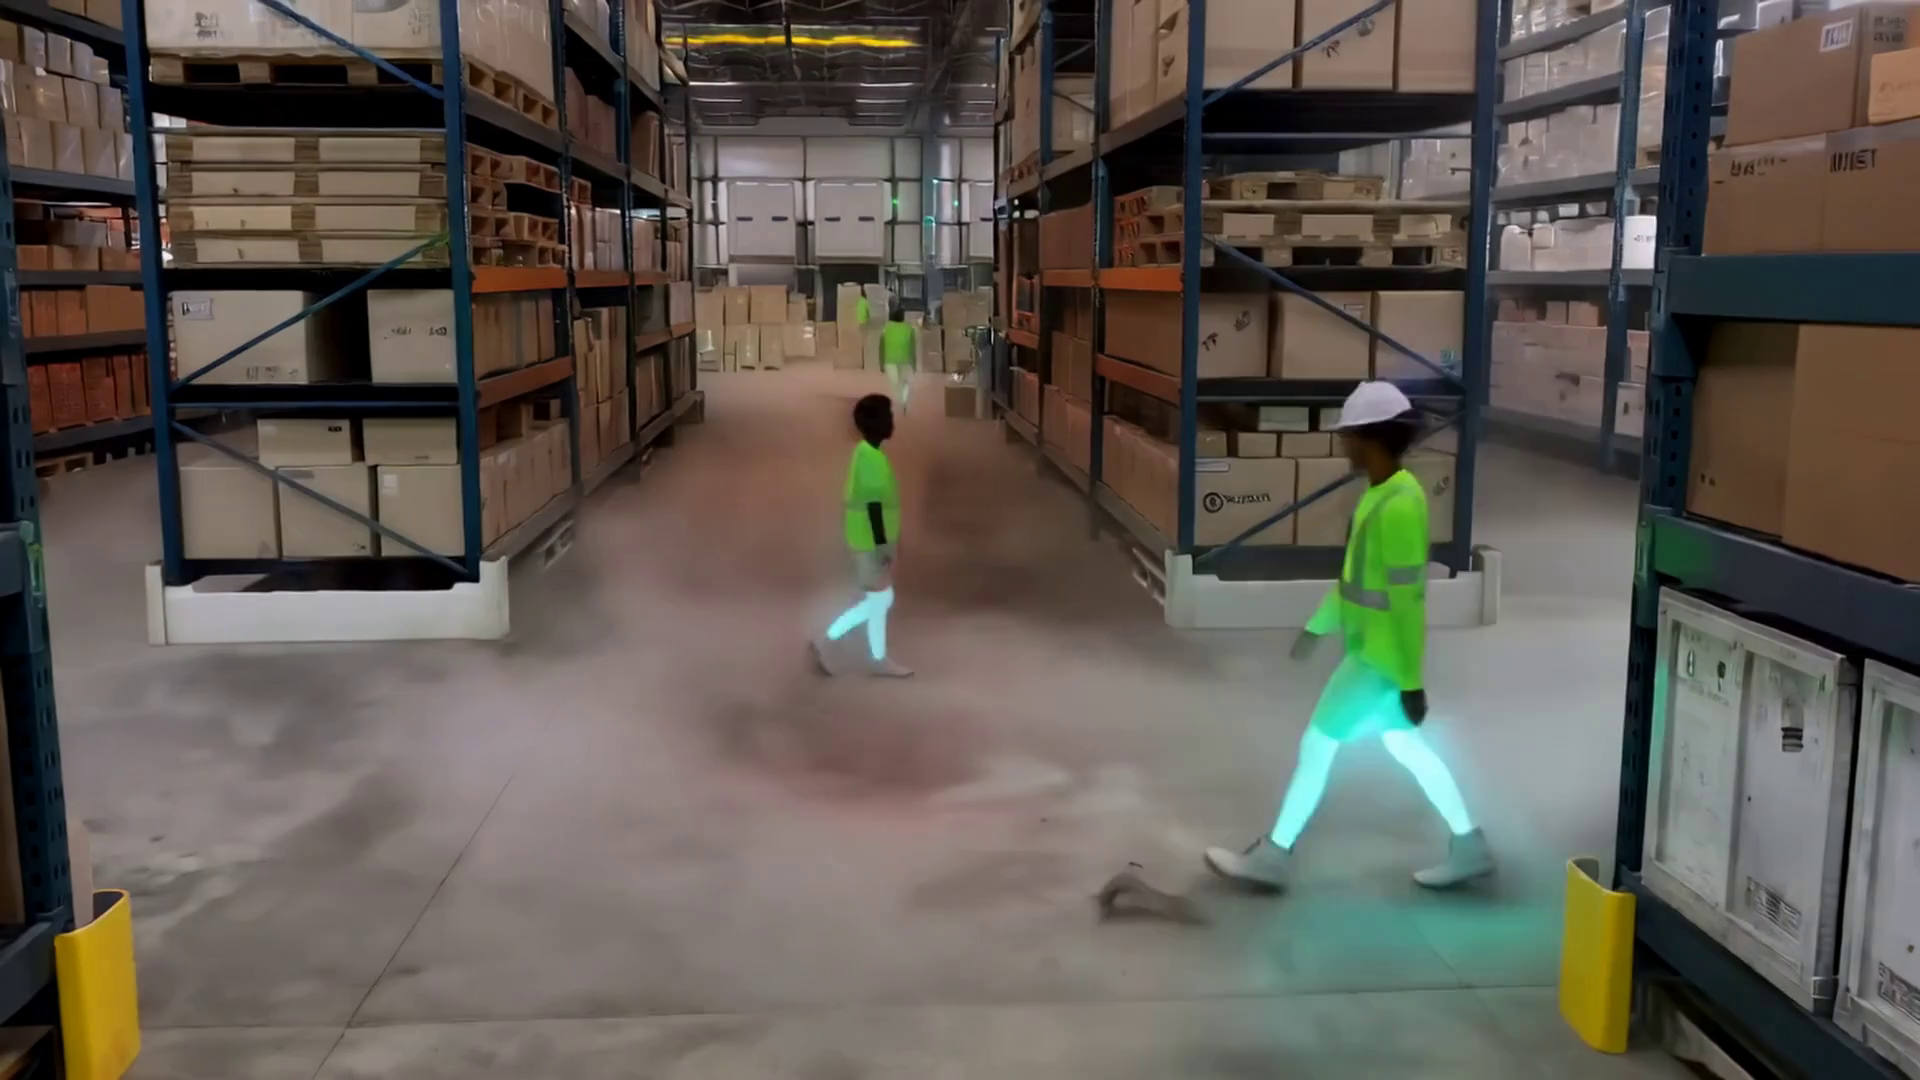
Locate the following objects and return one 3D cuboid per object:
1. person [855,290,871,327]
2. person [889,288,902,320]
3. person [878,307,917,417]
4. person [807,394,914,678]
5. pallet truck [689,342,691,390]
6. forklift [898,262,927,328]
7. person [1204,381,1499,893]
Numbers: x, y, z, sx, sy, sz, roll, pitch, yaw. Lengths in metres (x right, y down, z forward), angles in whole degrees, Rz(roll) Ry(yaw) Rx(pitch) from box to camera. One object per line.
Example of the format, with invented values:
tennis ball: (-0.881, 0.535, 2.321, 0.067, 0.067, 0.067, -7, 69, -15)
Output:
person: (-2.655, -5.872, 45.648, 0.369, 1.938, 0.630, -6, 11, -35)
person: (-2.310, -7.826, 57.965, 0.639, 1.926, 0.367, 4, 10, 24)
person: (-1.039, -2.953, 27.646, 0.651, 1.832, 0.448, 0, 9, 2)
person: (-0.569, -0.005, 9.590, 0.553, 1.683, 0.548, -1, 9, -8)
pallet truck: (-5.225, -3.008, 27.480, 1.885, 1.965, 0.823, 2, 9, 14)
forklift: (-1.725, -8.419, 58.697, 1.129, 2.768, 1.873, -1, 9, -4)
person: (1.543, 0.388, 6.285, 1.098, 1.960, 0.603, 3, 9, 16)
